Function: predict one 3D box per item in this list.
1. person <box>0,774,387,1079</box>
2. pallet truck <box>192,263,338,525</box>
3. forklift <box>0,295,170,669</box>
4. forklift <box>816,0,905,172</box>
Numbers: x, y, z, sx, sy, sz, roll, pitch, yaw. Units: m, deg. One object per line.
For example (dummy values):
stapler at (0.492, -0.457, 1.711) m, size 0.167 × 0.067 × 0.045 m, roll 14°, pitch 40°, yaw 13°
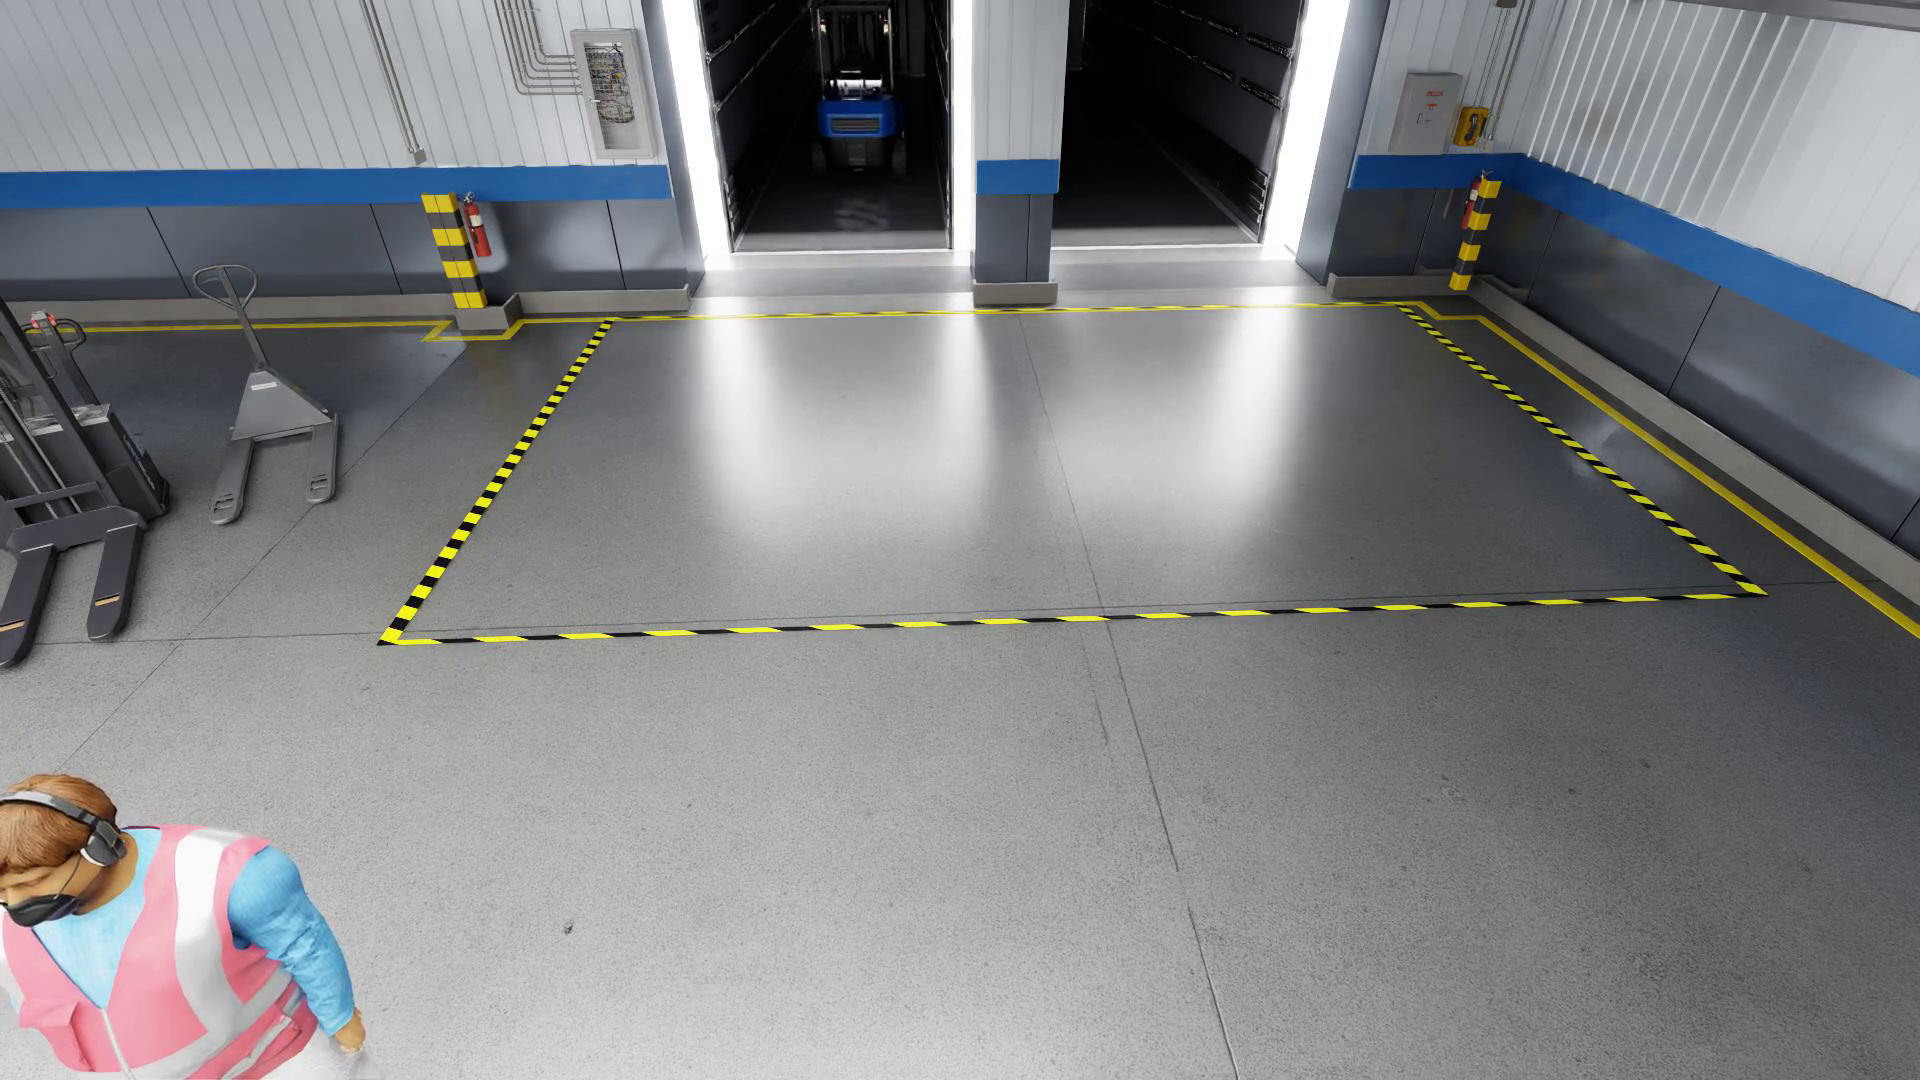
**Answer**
person at (-1.863, 1.259, 2.317) m, size 0.622 × 1.844 × 0.431 m, roll -7°, pitch 35°, yaw -10°
pallet truck at (-4.778, -1.027, 6.128) m, size 0.680 × 1.201 × 1.601 m, roll -17°, pitch 38°, yaw -23°
forklift at (-5.212, -0.618, 4.878) m, size 0.823 × 1.965 × 1.885 m, roll -20°, pitch 39°, yaw -26°
forklift at (-1.431, -6.712, 13.322) m, size 1.157 × 2.036 × 2.680 m, roll 0°, pitch 35°, yaw 0°
